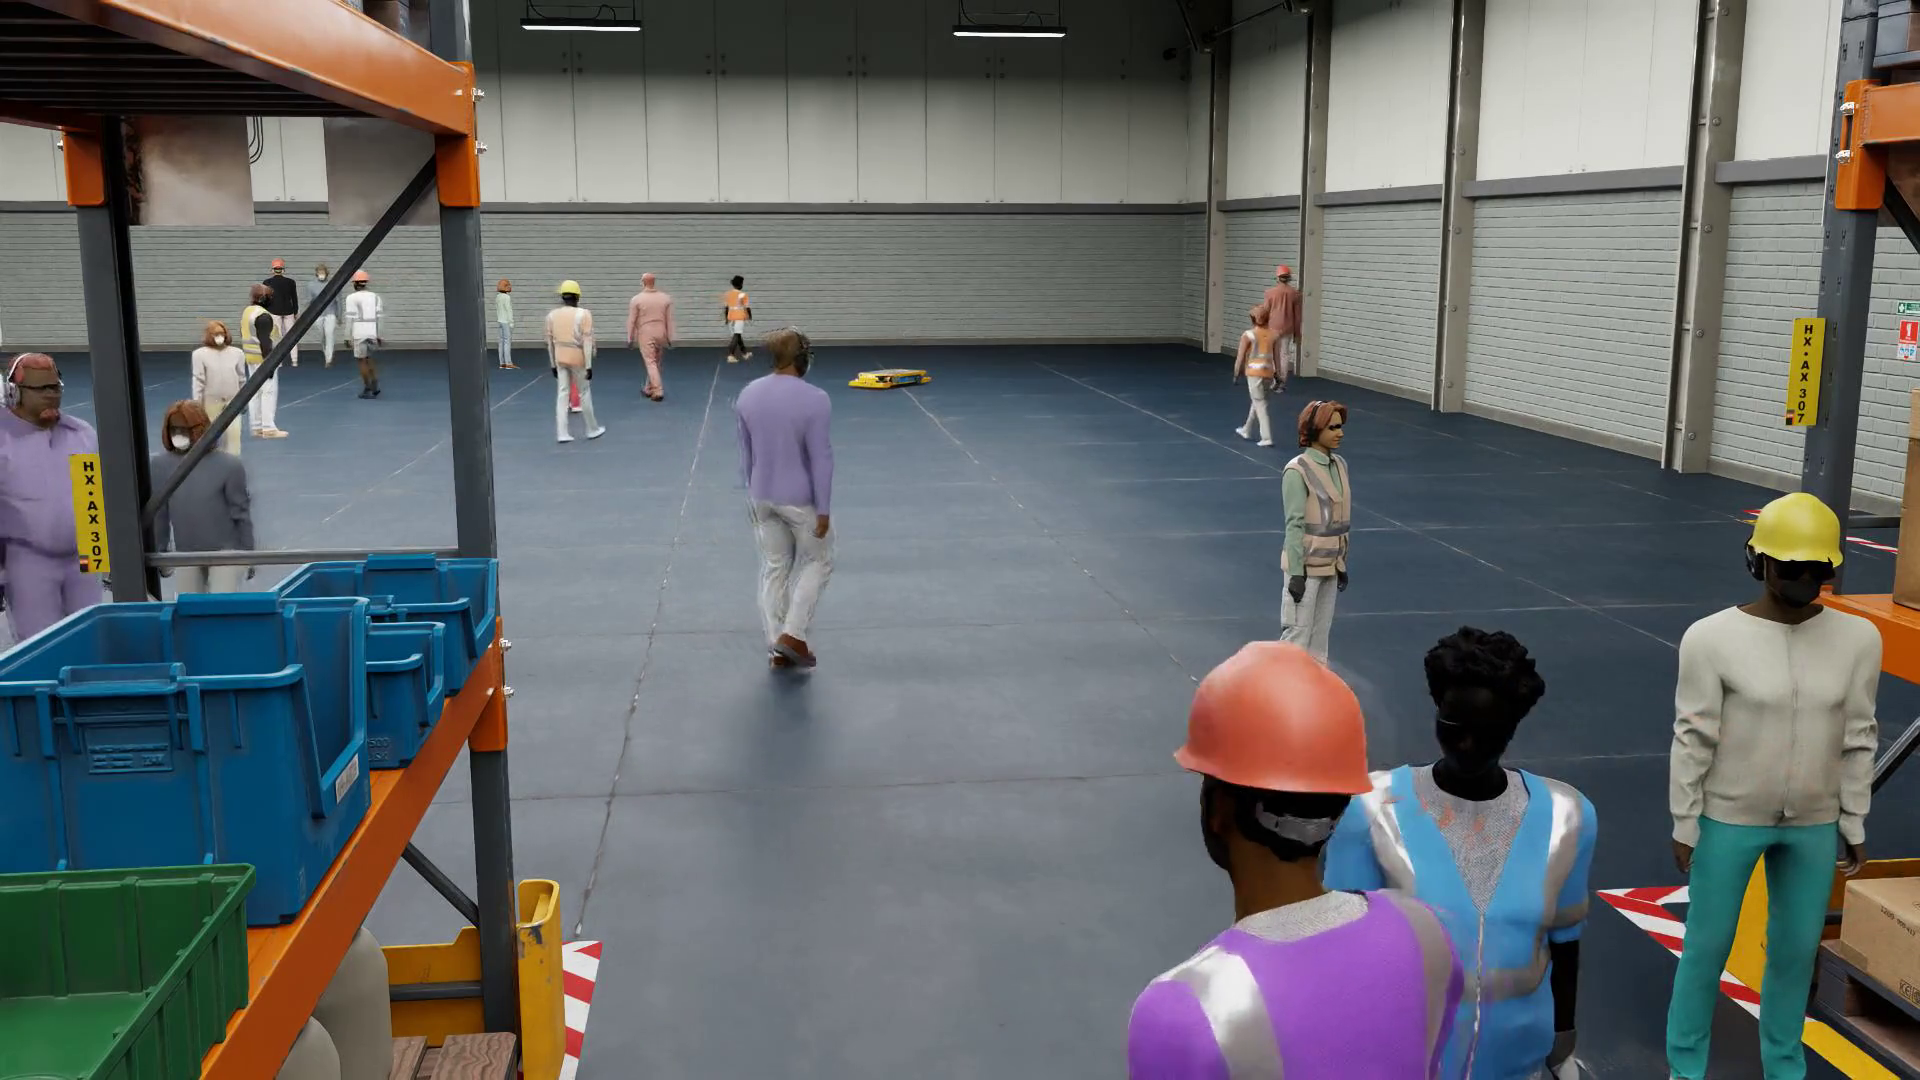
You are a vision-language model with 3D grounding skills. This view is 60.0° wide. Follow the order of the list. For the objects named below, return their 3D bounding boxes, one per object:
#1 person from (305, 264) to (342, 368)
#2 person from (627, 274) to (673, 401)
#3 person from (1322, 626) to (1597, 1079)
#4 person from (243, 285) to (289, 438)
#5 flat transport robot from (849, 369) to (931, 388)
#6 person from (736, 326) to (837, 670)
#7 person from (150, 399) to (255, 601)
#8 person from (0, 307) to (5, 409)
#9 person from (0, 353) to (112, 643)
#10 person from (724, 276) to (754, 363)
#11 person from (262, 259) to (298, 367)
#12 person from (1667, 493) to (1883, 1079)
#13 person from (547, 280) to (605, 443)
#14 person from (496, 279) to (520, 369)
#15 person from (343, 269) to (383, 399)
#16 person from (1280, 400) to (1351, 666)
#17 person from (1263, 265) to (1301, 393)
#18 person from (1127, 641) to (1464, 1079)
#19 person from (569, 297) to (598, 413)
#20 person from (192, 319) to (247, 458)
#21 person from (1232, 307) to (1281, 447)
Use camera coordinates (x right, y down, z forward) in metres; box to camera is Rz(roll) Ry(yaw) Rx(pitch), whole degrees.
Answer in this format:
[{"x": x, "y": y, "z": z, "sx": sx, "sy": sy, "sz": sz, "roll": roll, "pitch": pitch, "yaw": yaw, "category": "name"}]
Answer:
[{"x": -11.812, "y": -4.173, "z": 30.955, "sx": 0.635, "sy": 1.911, "sz": 0.968, "roll": -2, "pitch": 11, "yaw": -11, "category": "person"}, {"x": -4.589, "y": -2.998, "z": 24.609, "sx": 0.660, "sy": 1.863, "sz": 1.004, "roll": -8, "pitch": 13, "yaw": -37, "category": "person"}, {"x": 0.942, "y": 0.987, "z": 3.205, "sx": 0.531, "sy": 1.697, "sz": 0.322, "roll": 0, "pitch": 10, "yaw": -1, "category": "person"}, {"x": -8.366, "y": -2.135, "z": 19.991, "sx": 0.432, "sy": 1.826, "sz": 0.656, "roll": -8, "pitch": 13, "yaw": -38, "category": "person"}, {"x": -1.115, "y": -2.627, "z": 26.927, "sx": 0.652, "sy": 0.197, "sz": 1.431, "roll": 6, "pitch": 12, "yaw": 31, "category": "flat transport robot"}, {"x": -0.934, "y": -0.215, "z": 9.190, "sx": 0.628, "sy": 1.926, "sz": 0.427, "roll": 6, "pitch": 12, "yaw": 29, "category": "person"}, {"x": -3.846, "y": 0.058, "z": 8.552, "sx": 0.511, "sy": 1.608, "sz": 0.568, "roll": 0, "pitch": 10, "yaw": -1, "category": "person"}, {"x": -13.398, "y": -2.674, "z": 22.704, "sx": 0.403, "sy": 1.906, "sz": 0.651, "roll": 3, "pitch": 11, "yaw": 17, "category": "person"}, {"x": -4.111, "y": 0.099, "z": 7.534, "sx": 0.409, "sy": 1.894, "sz": 0.664, "roll": 5, "pitch": 11, "yaw": 25, "category": "person"}, {"x": -4.218, "y": -4.227, "z": 31.904, "sx": 0.550, "sy": 1.643, "sz": 0.877, "roll": 7, "pitch": 12, "yaw": 33, "category": "person"}, {"x": -12.618, "y": -4.214, "z": 30.899, "sx": 0.613, "sy": 1.994, "sz": 0.395, "roll": -7, "pitch": 13, "yaw": -35, "category": "person"}, {"x": 2.139, "y": 0.740, "z": 4.400, "sx": 0.519, "sy": 1.757, "sz": 0.338, "roll": 0, "pitch": 10, "yaw": 1, "category": "person"}, {"x": -4.550, "y": -2.102, "z": 19.601, "sx": 0.610, "sy": 1.887, "sz": 0.816, "roll": 3, "pitch": 11, "yaw": 16, "category": "person"}, {"x": -8.312, "y": -3.955, "z": 30.464, "sx": 0.282, "sy": 1.636, "sz": 0.498, "roll": -9, "pitch": 14, "yaw": -41, "category": "person"}, {"x": -8.904, "y": -3.053, "z": 24.745, "sx": 0.470, "sy": 1.923, "sz": 0.552, "roll": 6, "pitch": 12, "yaw": 29, "category": "person"}, {"x": 1.694, "y": 0.149, "z": 7.954, "sx": 0.309, "sy": 1.641, "sz": 0.515, "roll": 8, "pitch": 13, "yaw": 37, "category": "person"}, {"x": 4.948, "y": -3.254, "z": 25.684, "sx": 0.640, "sy": 1.975, "sz": 0.440, "roll": -2, "pitch": 11, "yaw": -10, "category": "person"}, {"x": 0.466, "y": 1.081, "z": 2.204, "sx": 0.561, "sy": 1.894, "sz": 0.997, "roll": -6, "pitch": 12, "yaw": -31, "category": "person"}, {"x": -5.288, "y": -2.630, "z": 22.933, "sx": 0.546, "sy": 1.740, "sz": 0.761, "roll": 2, "pitch": 11, "yaw": 10, "category": "person"}, {"x": -7.288, "y": -1.369, "z": 16.370, "sx": 0.506, "sy": 1.610, "sz": 0.686, "roll": -8, "pitch": 13, "yaw": -37, "category": "person"}, {"x": 3.417, "y": -1.896, "z": 19.270, "sx": 0.541, "sy": 1.587, "sz": 0.849, "roll": -5, "pitch": 12, "yaw": -26, "category": "person"}]
